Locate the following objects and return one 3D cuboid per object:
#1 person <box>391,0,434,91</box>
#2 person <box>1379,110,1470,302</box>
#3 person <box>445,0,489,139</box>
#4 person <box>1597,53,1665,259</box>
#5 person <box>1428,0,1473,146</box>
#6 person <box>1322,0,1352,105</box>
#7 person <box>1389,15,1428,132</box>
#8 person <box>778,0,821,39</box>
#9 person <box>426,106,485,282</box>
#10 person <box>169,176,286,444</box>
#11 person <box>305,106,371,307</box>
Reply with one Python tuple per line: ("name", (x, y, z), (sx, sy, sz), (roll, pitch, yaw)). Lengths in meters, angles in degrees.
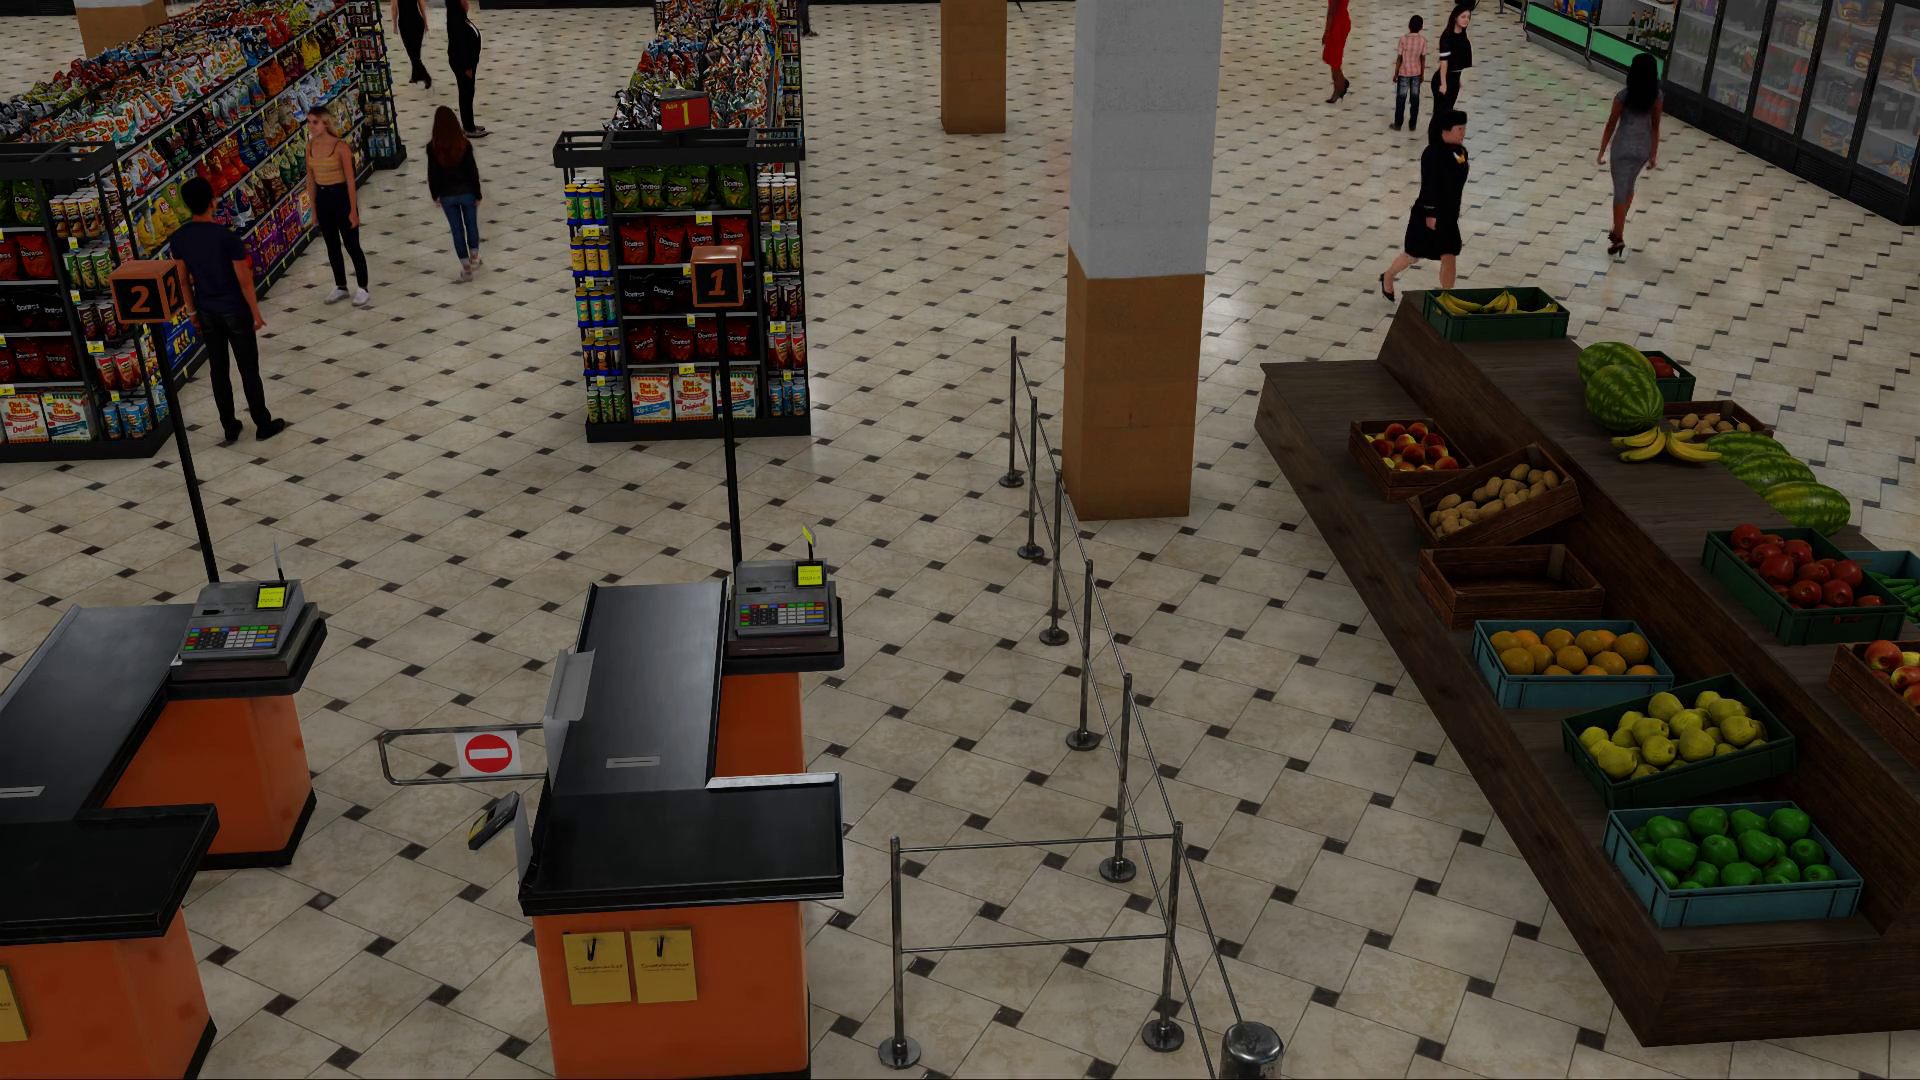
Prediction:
("person", (-6.923, -6.481, 21.082), (0.980, 1.568, 1.102), (-24, 35, -38))
("person", (3.751, -2.603, 13.357), (1.002, 1.637, 1.202), (-16, 31, -29))
("person", (-5.657, -5.424, 18.944), (0.761, 1.615, 0.641), (-9, 28, -17))
("person", (5.972, -3.375, 14.741), (0.652, 1.764, 0.773), (0, 27, 0))
("person", (5.290, -4.973, 18.028), (0.770, 1.639, 0.713), (22, 34, 36))
("person", (4.717, -6.212, 20.370), (0.765, 1.731, 0.695), (11, 29, 21))
("person", (5.203, -5.407, 19.252), (0.518, 1.306, 0.483), (0, 27, -1))
("person", (-2.466, -8.267, 24.329), (0.902, 1.815, 0.976), (-11, 29, -21))
("person", (-4.291, -2.941, 14.210), (0.662, 1.469, 0.761), (-9, 28, -18))
("person", (-4.898, -1.513, 11.035), (0.660, 1.793, 0.546), (0, 27, 0))
("person", (-5.115, -2.739, 13.638), (0.637, 1.627, 0.613), (7, 28, 14))
